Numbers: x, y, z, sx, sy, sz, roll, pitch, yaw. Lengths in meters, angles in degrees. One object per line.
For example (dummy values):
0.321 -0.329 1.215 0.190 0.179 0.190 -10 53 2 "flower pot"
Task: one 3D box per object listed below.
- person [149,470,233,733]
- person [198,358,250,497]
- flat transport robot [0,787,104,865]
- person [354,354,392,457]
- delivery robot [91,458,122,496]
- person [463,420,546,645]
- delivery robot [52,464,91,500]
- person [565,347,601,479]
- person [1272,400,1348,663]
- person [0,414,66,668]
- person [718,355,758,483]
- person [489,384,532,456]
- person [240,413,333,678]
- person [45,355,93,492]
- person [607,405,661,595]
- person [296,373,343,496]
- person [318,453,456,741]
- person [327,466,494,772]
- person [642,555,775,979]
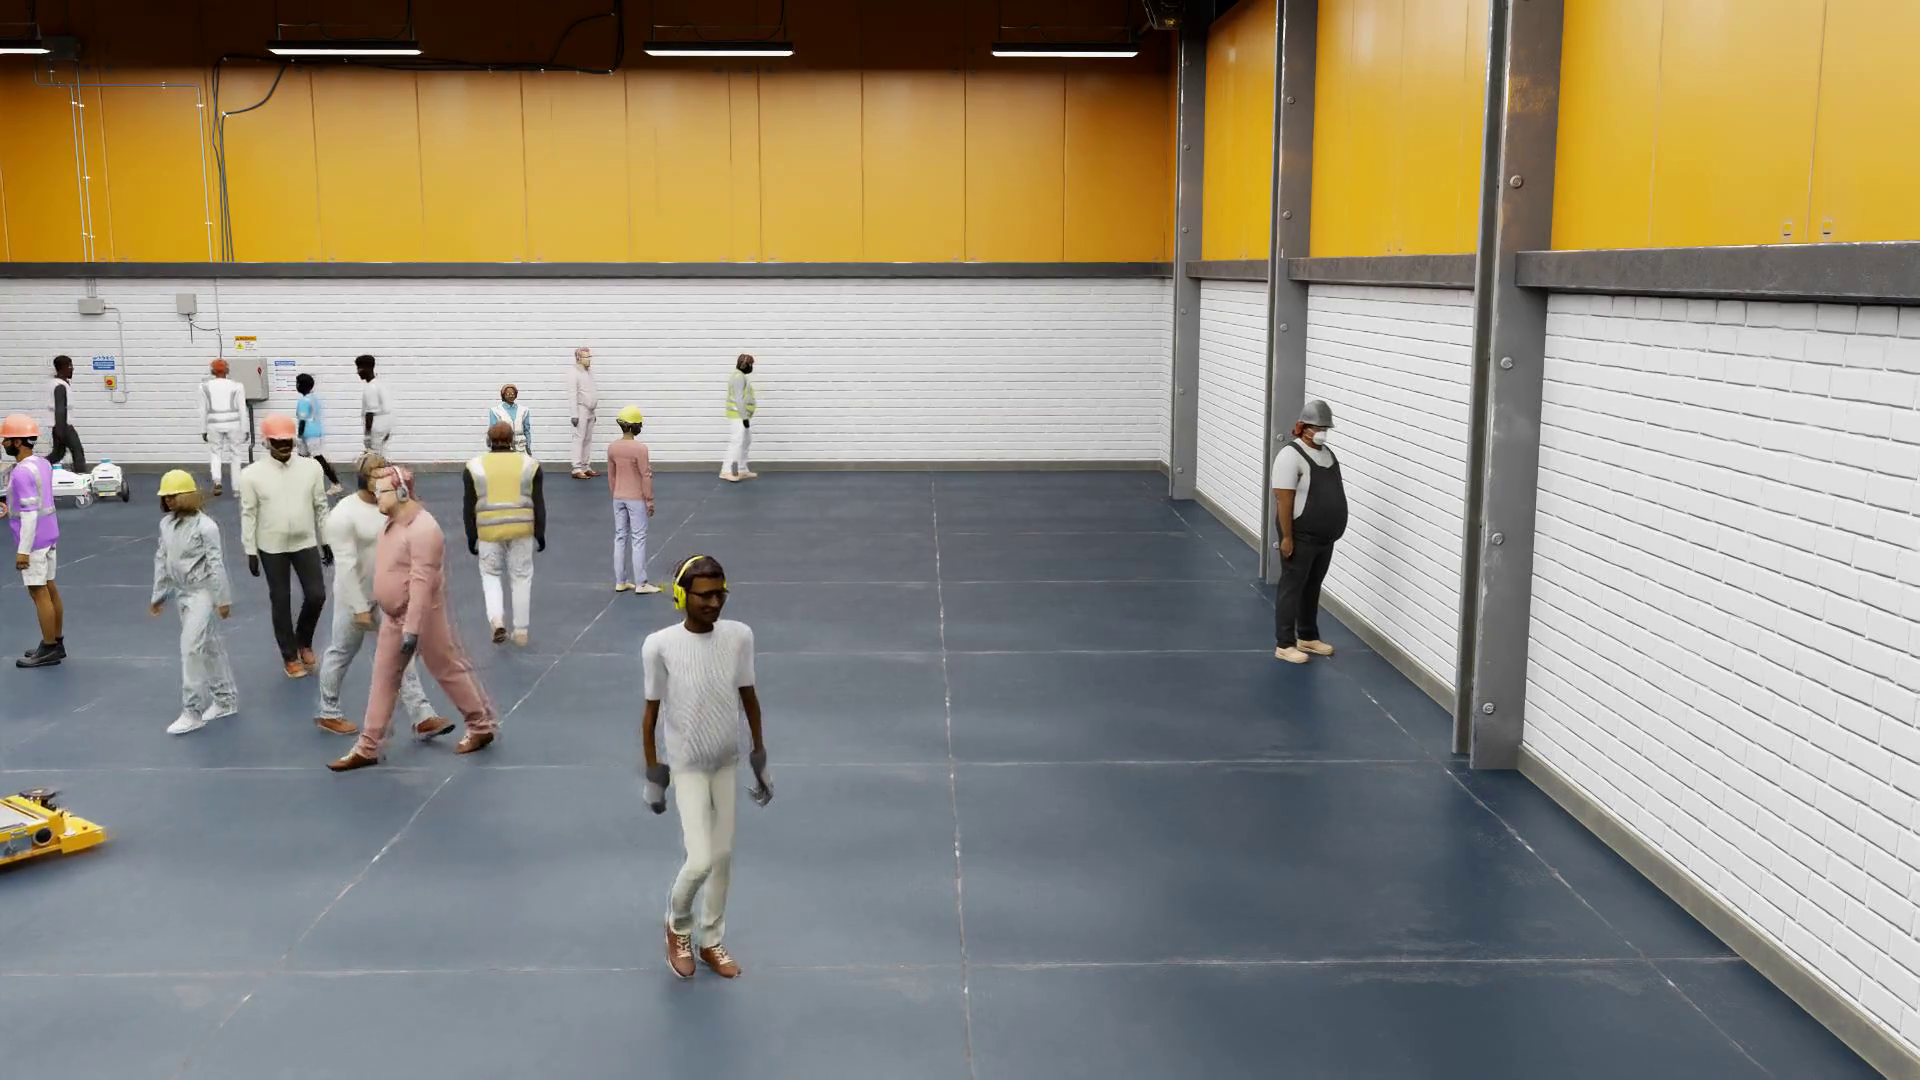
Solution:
-5.125 0.398 10.958 0.497 1.716 0.733 5 11 30 "person"
-9.737 -1.478 22.028 0.606 1.873 0.471 -3 10 -17 "person"
-5.178 1.549 8.340 0.652 0.197 1.431 7 12 37 "flat transport robot"
-7.551 -1.426 21.455 0.425 1.942 0.634 -1 9 -6 "person"
-11.162 -0.826 21.743 0.477 0.478 0.707 -4 10 -26 "delivery robot"
-3.650 -0.049 13.365 0.640 1.828 0.436 -3 10 -18 "person"
-11.416 -0.715 21.065 0.707 0.478 0.477 -2 9 -15 "delivery robot"
-5.447 -1.840 24.121 0.403 1.906 0.652 2 10 13 "person"
2.743 -0.079 12.910 0.535 2.000 0.684 9 13 43 "person"
-7.099 0.005 12.706 0.364 1.939 0.542 -2 10 -14 "person"
-3.185 -1.742 23.845 0.530 1.810 0.820 -1 9 -4 "person"
-5.496 -1.094 20.360 0.517 1.641 0.308 -6 11 -34 "person"
-4.978 0.044 12.327 0.652 1.980 0.435 -7 11 -35 "person"
-12.156 -1.549 22.417 0.903 1.888 0.599 -6 11 -32 "person"
-3.061 -0.373 15.551 0.522 1.769 0.311 6 11 33 "person"
-8.663 -1.391 22.154 0.857 1.652 0.540 -1 9 -9 "person"
-3.754 0.375 10.636 1.050 1.876 0.620 4 10 23 "person"
-3.353 0.468 10.202 1.028 1.854 0.649 -9 13 -43 "person"
-1.058 0.971 7.059 0.526 1.855 0.410 -7 12 -38 "person"
